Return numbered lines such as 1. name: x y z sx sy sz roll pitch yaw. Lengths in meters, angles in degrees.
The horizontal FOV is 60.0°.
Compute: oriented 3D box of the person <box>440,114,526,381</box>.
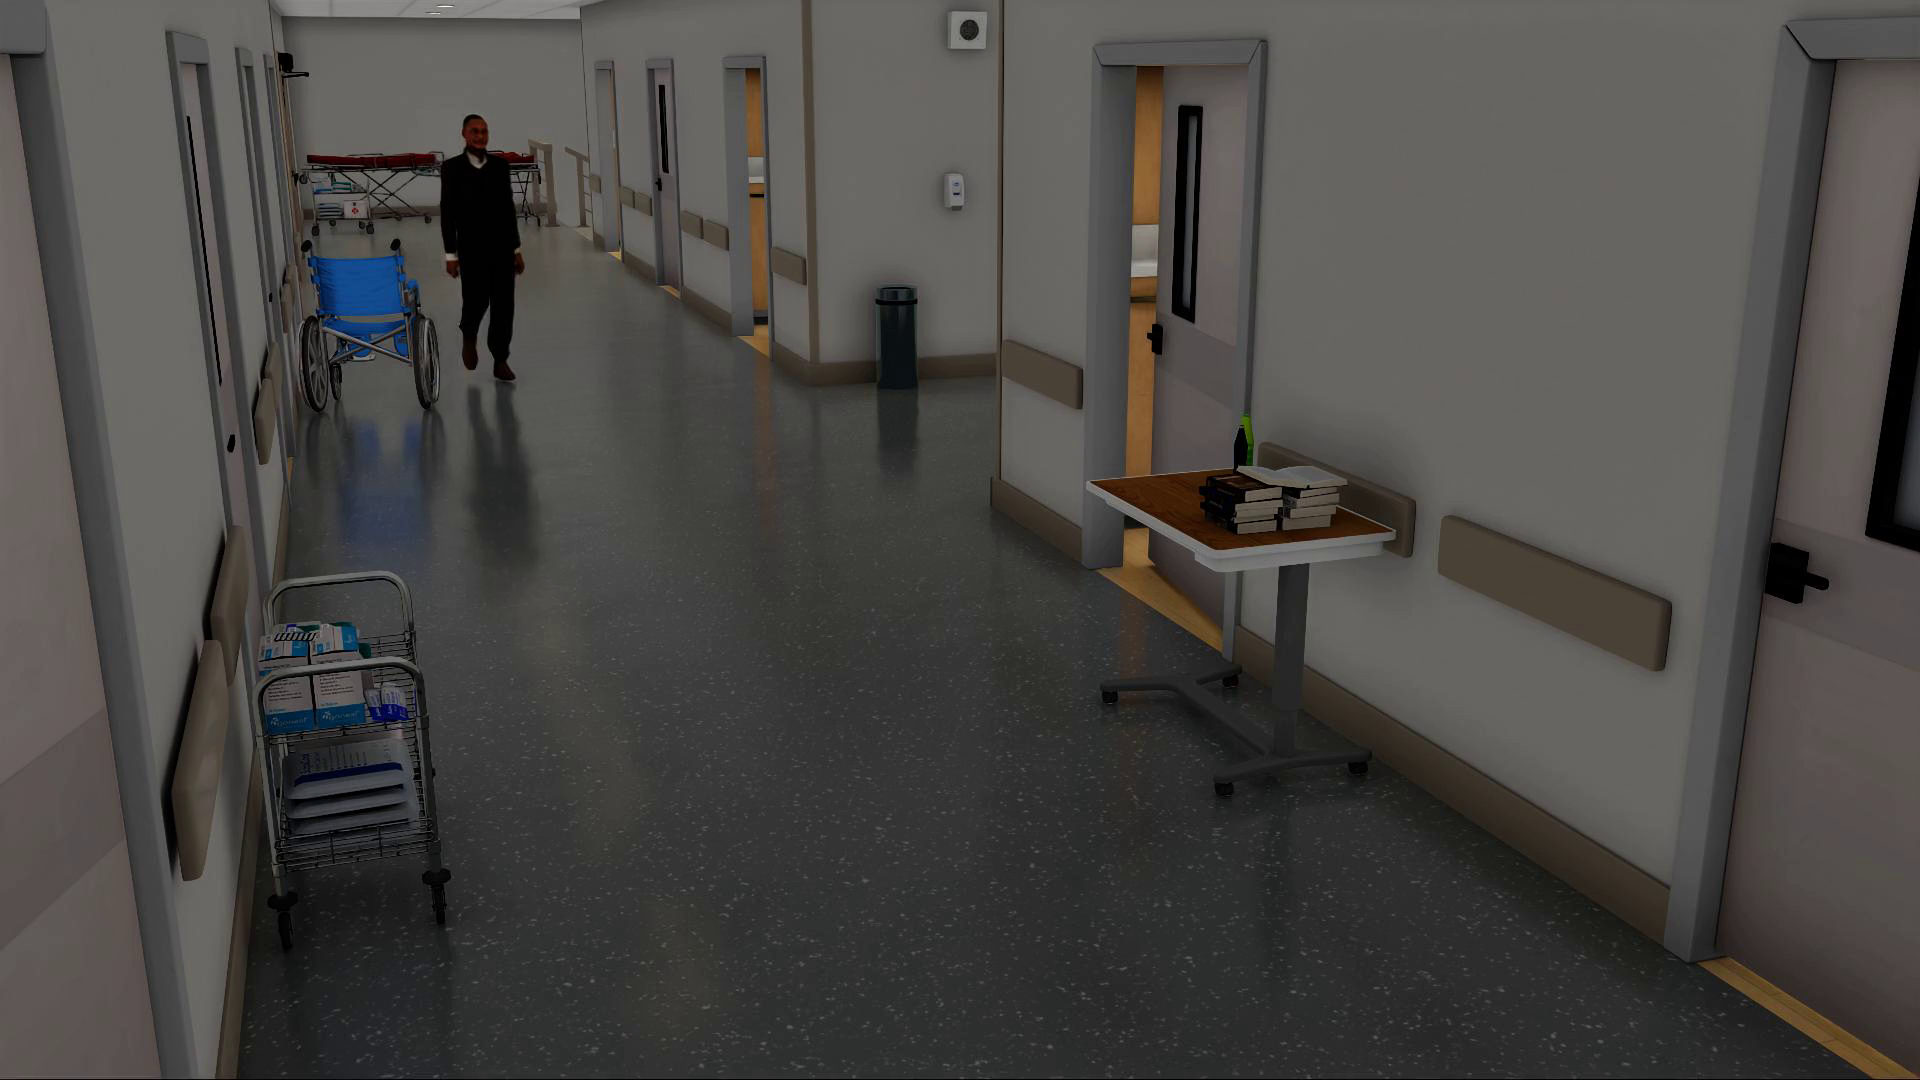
1. person: -3.483 -2.114 12.099 0.805 1.892 0.904 -10 19 -32
